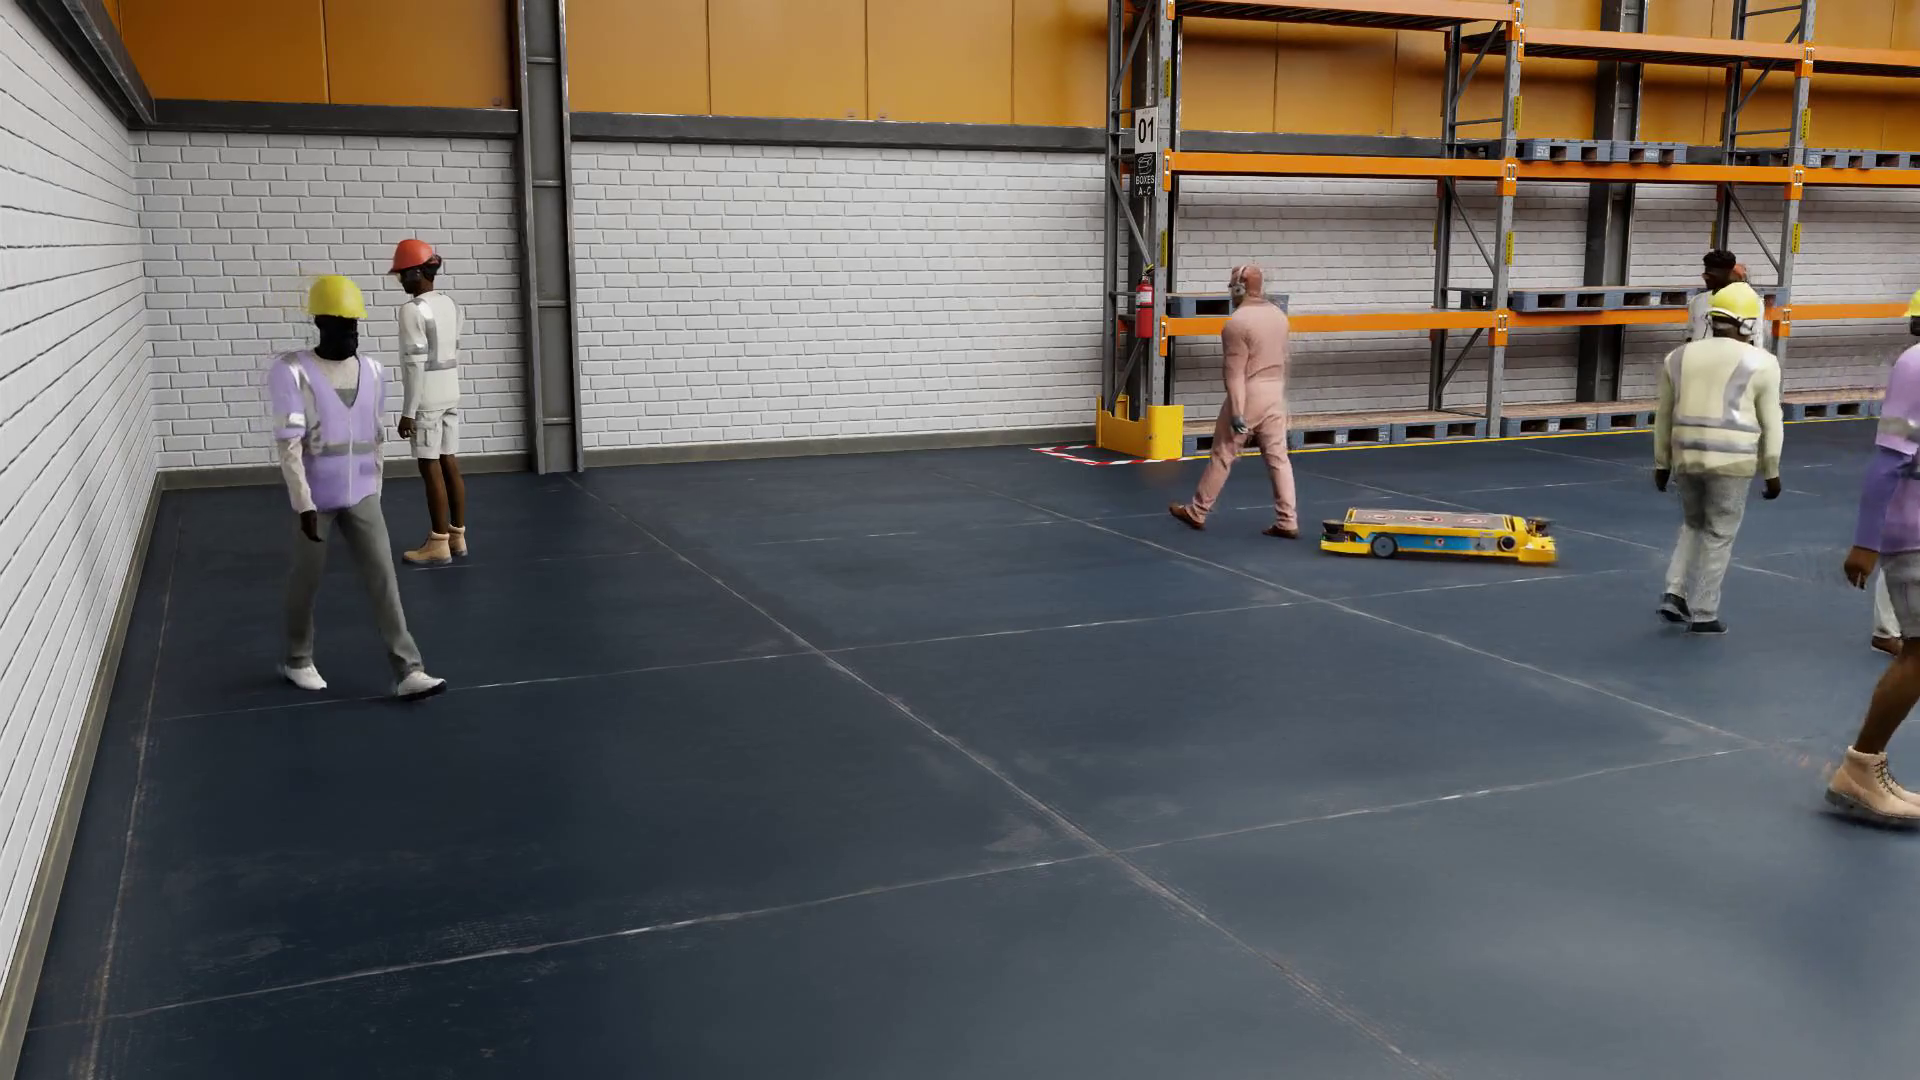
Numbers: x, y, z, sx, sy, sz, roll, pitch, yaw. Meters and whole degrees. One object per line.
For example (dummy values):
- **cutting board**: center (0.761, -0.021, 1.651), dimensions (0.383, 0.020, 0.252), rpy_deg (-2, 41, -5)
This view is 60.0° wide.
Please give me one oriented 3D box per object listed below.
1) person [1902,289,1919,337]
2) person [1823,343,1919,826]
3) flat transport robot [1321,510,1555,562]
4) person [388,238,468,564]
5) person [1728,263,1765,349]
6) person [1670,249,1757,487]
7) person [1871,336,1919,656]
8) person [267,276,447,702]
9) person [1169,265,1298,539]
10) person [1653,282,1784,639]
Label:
- **person**: center (5.773, -0.624, 9.963), dimensions (0.514, 1.749, 0.540), rpy_deg (3, 11, 14)
- **person**: center (3.393, 0.003, 5.830), dimensions (0.715, 1.975, 0.435), rpy_deg (-10, 14, -44)
- **flat transport robot**: center (3.102, -0.043, 10.827), dimensions (1.431, 0.197, 0.652), rpy_deg (3, 11, 16)
- **person**: center (-3.363, -0.866, 10.486), dimensions (0.383, 2.041, 0.605), rpy_deg (2, 10, 10)
- **person**: center (7.272, -1.693, 15.701), dimensions (1.024, 1.834, 0.597), rpy_deg (-7, 12, -33)
- **person**: center (6.126, -1.370, 13.499), dimensions (0.364, 1.962, 0.612), rpy_deg (-6, 12, -29)
- **person**: center (4.720, -0.246, 8.160), dimensions (0.270, 1.632, 0.504), rpy_deg (10, 14, 44)
- **person**: center (-2.722, -0.213, 7.317), dimensions (1.002, 1.873, 0.595), rpy_deg (8, 13, 38)
- **person**: center (1.953, -0.951, 11.485), dimensions (0.664, 1.857, 0.993), rpy_deg (-9, 13, -40)
- **person**: center (3.865, -0.397, 8.503), dimensions (0.421, 1.820, 0.598), rpy_deg (-7, 12, -33)
